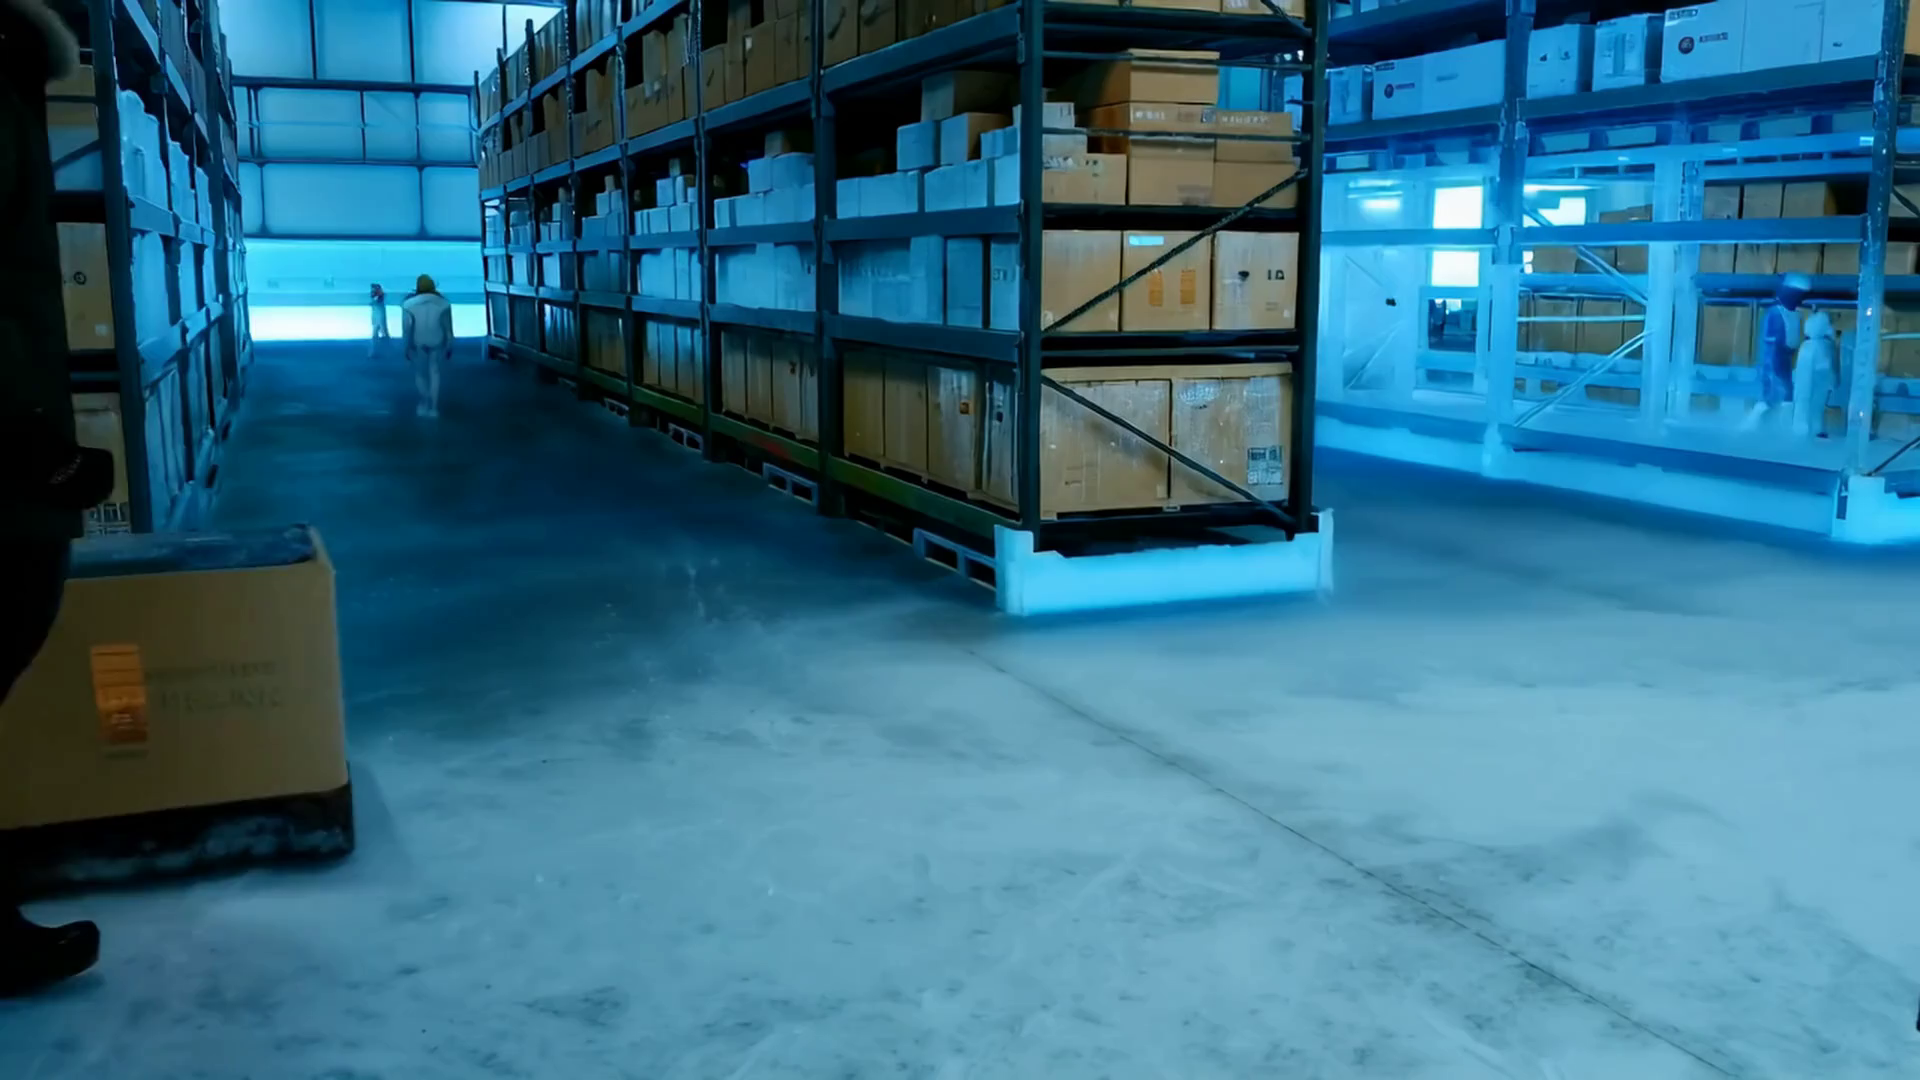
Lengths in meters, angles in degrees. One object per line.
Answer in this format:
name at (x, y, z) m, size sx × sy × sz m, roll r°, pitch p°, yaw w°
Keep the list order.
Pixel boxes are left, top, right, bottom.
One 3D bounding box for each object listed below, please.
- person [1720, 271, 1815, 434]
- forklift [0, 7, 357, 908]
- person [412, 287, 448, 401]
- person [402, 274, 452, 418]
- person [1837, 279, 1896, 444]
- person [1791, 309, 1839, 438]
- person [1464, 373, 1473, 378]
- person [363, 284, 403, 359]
person at (8.124, -1.716, 16.820) m, size 0.633 × 2.006 × 0.893 m, roll -6°, pitch 11°, yaw -33°
forklift at (-3.093, -0.272, 5.490) m, size 1.873 × 2.768 × 1.129 m, roll -4°, pitch 10°, yaw -23°
person at (-7.974, -2.927, 24.875) m, size 0.500 × 1.717 × 0.571 m, roll 9°, pitch 13°, yaw 43°
person at (-7.119, -2.589, 22.254) m, size 0.649 × 1.914 × 0.575 m, roll -4°, pitch 10°, yaw -21°
person at (9.716, -1.863, 17.951) m, size 0.409 × 1.903 × 0.639 m, roll -2°, pitch 10°, yaw -14°
person at (8.063, -1.359, 15.730) m, size 0.285 × 1.632 × 0.499 m, roll -2°, pitch 10°, yaw -9°
person at (9.483, -3.689, 29.661) m, size 0.790 × 1.655 × 0.576 m, roll 6°, pitch 11°, yaw 34°
person at (-12.444, -4.700, 35.807) m, size 0.790 × 1.608 × 0.515 m, roll -3°, pitch 10°, yaw -20°
